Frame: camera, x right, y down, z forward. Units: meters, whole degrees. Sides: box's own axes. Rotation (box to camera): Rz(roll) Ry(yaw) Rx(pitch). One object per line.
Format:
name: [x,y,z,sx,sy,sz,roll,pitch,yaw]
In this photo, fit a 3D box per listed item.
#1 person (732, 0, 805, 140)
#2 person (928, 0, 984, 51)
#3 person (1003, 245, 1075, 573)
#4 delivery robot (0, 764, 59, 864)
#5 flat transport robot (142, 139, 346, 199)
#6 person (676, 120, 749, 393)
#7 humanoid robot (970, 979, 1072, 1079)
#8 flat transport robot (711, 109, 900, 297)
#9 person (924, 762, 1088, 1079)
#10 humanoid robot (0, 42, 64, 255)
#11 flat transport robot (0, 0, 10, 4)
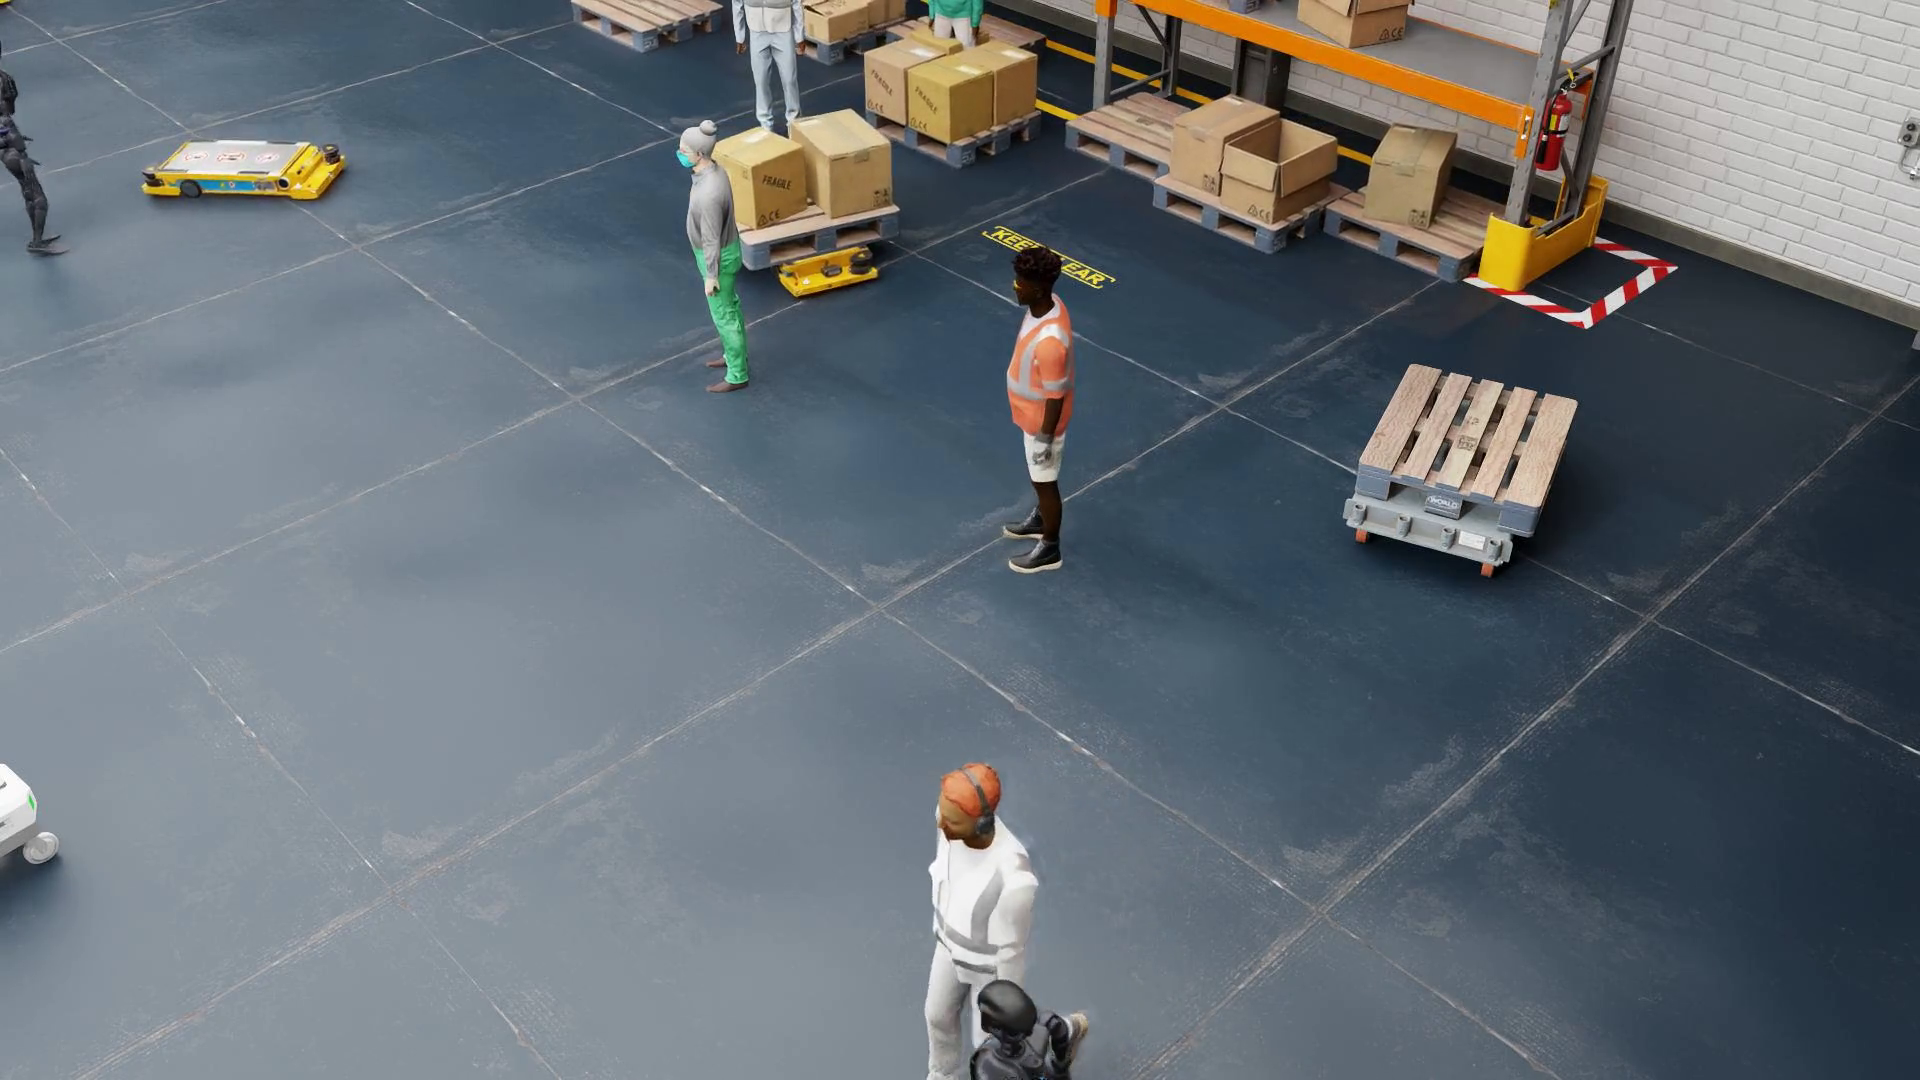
person: [-1.568,-4.192,13.726,0.597,1.909,0.399,3,37,4]
person: [-0.026,-4.485,14.170,0.504,1.842,0.391,16,40,20]
person: [0.430,-0.701,9.055,0.361,1.963,0.611,-1,37,-2]
delivery robot: [-4.561,1.387,7.476,0.499,0.614,0.791,26,44,30]
flat transport robot: [-5.816,-3.008,13.516,1.431,0.231,0.659,2,37,3]
person: [-1.568,-1.817,10.644,0.344,1.835,0.511,-4,37,-6]
humanoid robot: [0.197,2.083,5.604,0.334,1.647,0.608,28,45,32]
flat transport robot: [-1.212,-2.275,12.545,0.659,0.231,1.431,-17,40,-22]
person: [0.120,1.510,6.217,0.717,1.862,0.572,-21,42,-26]
humanoid robot: [-6.976,-2.905,12.213,0.355,1.652,0.611,-21,42,-26]
flat transport robot: [-10.434,-5.472,16.777,1.431,0.231,0.659,-20,42,-25]
